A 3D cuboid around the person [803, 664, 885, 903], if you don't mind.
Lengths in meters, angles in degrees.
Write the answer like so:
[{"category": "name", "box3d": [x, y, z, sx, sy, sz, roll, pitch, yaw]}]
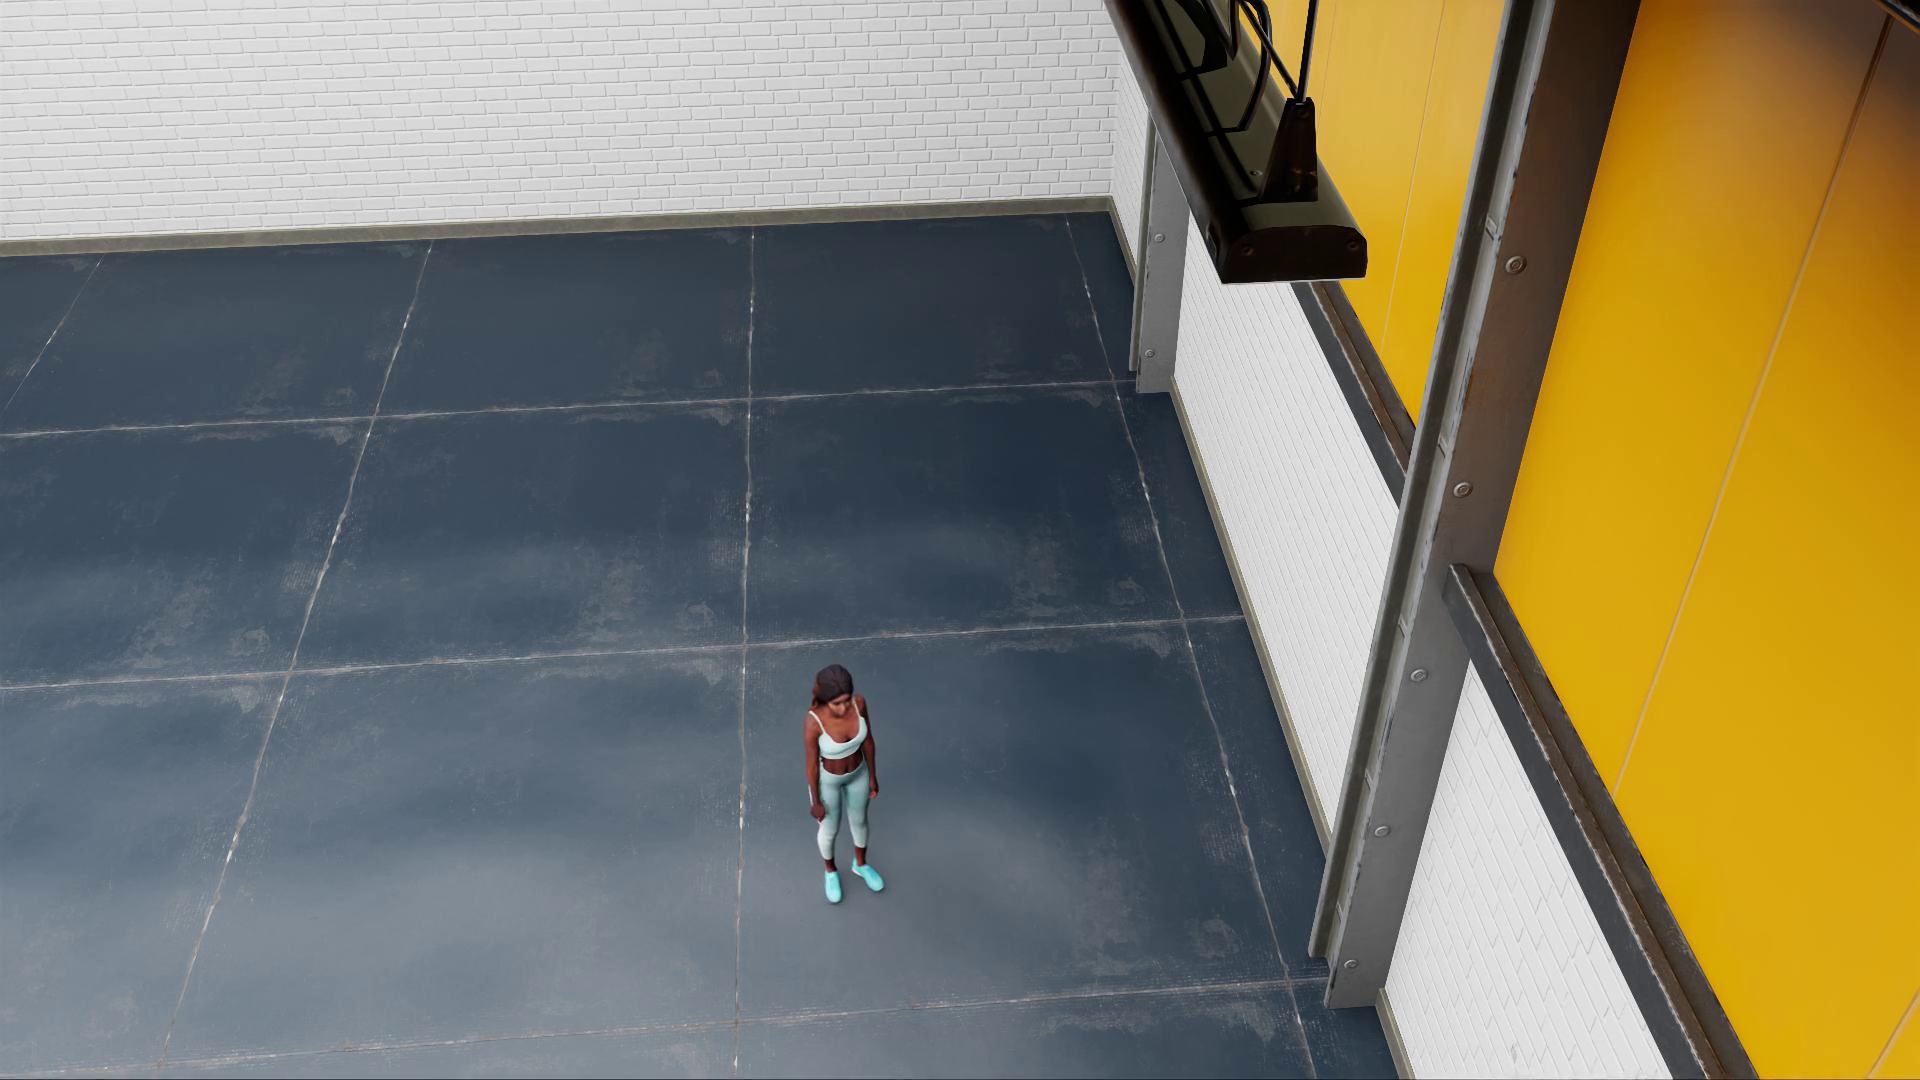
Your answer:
[{"category": "person", "box3d": [-0.655, 1.309, 9.094, 0.647, 1.724, 0.663, -21, 43, -24]}]
